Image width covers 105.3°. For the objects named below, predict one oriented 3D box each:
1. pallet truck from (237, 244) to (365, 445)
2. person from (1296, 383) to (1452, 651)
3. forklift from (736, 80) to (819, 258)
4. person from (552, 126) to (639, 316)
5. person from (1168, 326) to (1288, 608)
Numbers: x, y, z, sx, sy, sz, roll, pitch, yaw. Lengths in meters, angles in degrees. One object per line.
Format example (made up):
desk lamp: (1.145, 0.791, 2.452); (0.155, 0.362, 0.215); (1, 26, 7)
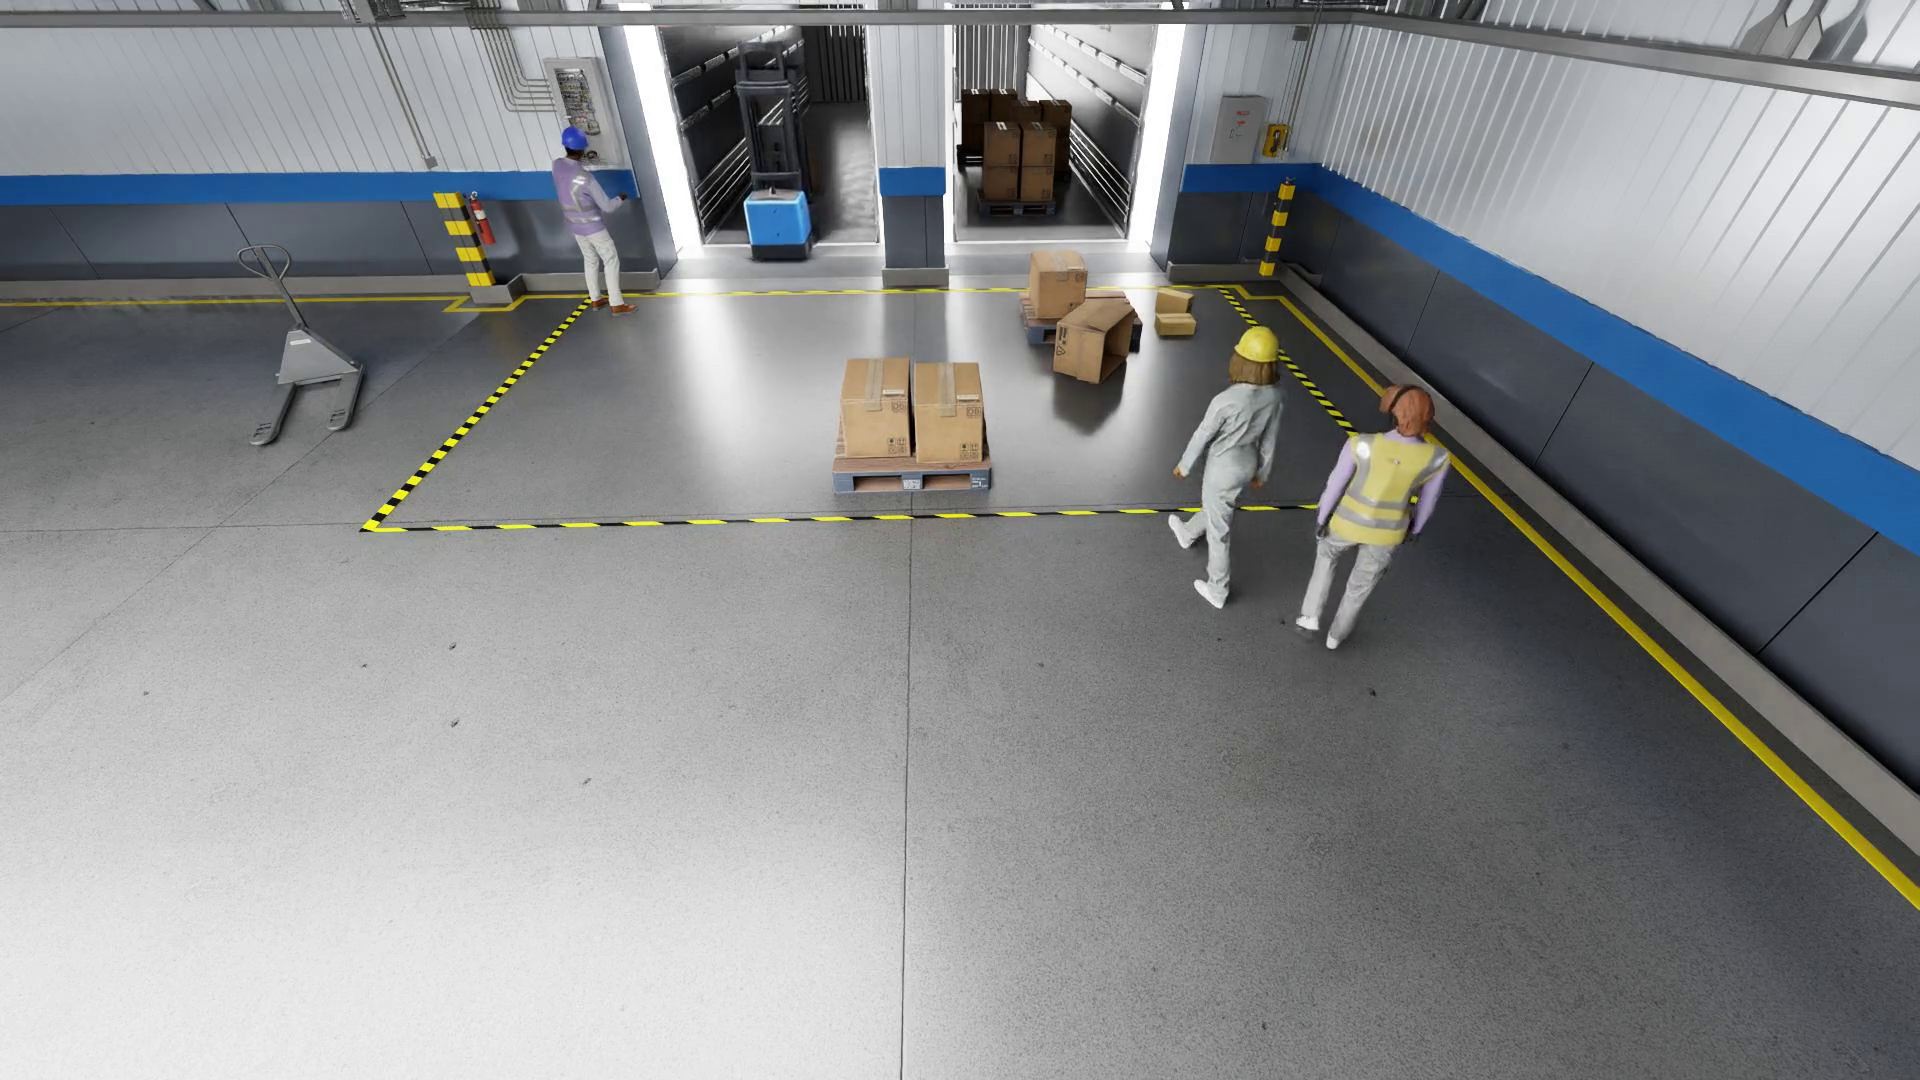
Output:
pallet truck: (-5.915, -1.733, 6.366); (0.680, 1.201, 1.601); (-18, 42, -21)
person: (2.183, -0.059, 3.938); (0.536, 1.621, 0.377); (19, 42, 22)
forklift: (-2.448, -4.813, 9.601); (0.716, 2.013, 0.776); (-1, 38, -1)
person: (-4.012, -3.503, 8.066); (0.821, 1.902, 0.693); (19, 42, 22)
person: (1.530, -0.470, 4.395); (0.490, 1.713, 0.813); (-15, 41, -18)
